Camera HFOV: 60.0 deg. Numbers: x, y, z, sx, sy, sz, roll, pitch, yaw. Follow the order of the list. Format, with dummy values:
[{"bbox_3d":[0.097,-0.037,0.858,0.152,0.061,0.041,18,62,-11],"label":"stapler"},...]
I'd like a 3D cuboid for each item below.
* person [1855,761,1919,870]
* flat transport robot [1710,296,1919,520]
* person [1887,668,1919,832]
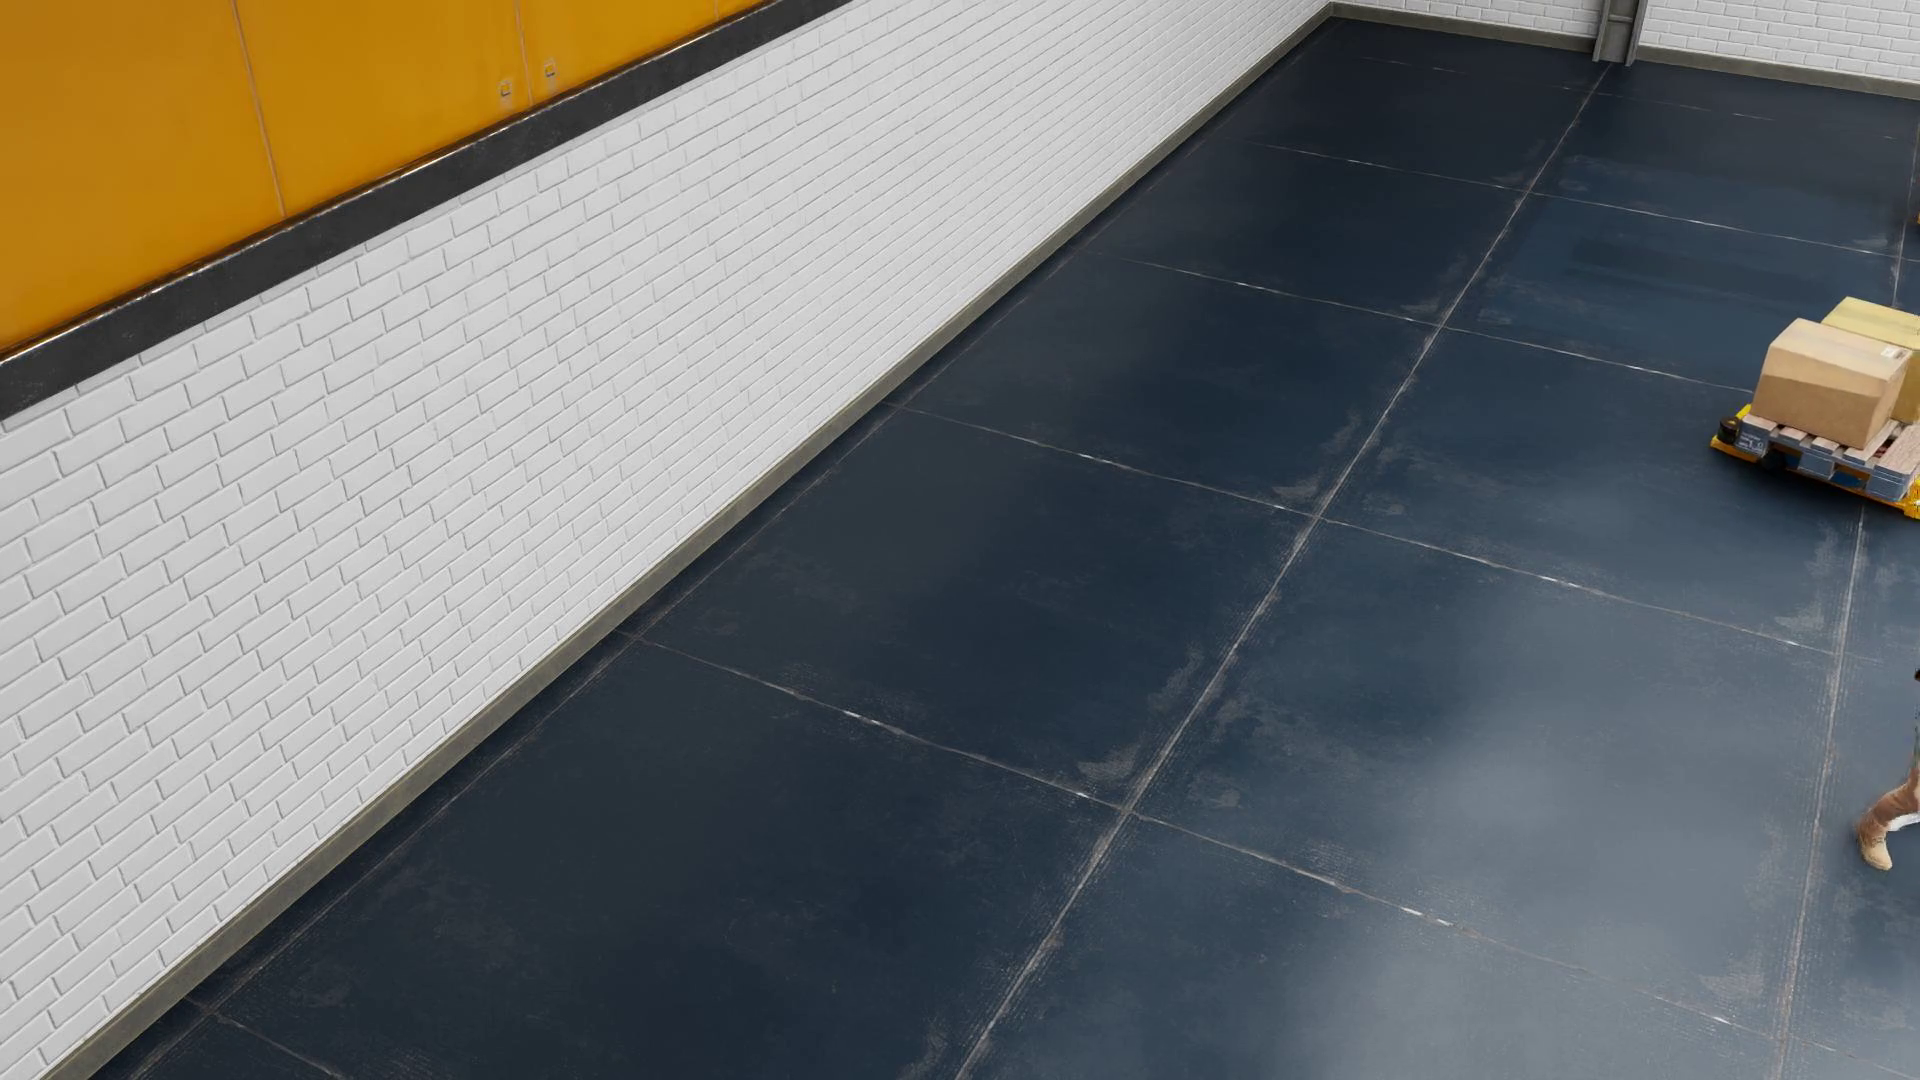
[{"bbox_3d":[4.396,0.963,7.266,0.509,1.700,0.925,0,34,0],"label":"person"},{"bbox_3d":[5.721,-0.552,10.798,1.431,0.231,0.659,26,42,33],"label":"flat transport robot"},{"bbox_3d":[4.724,0.640,7.717,0.528,1.715,0.516,-18,38,-24],"label":"person"}]
